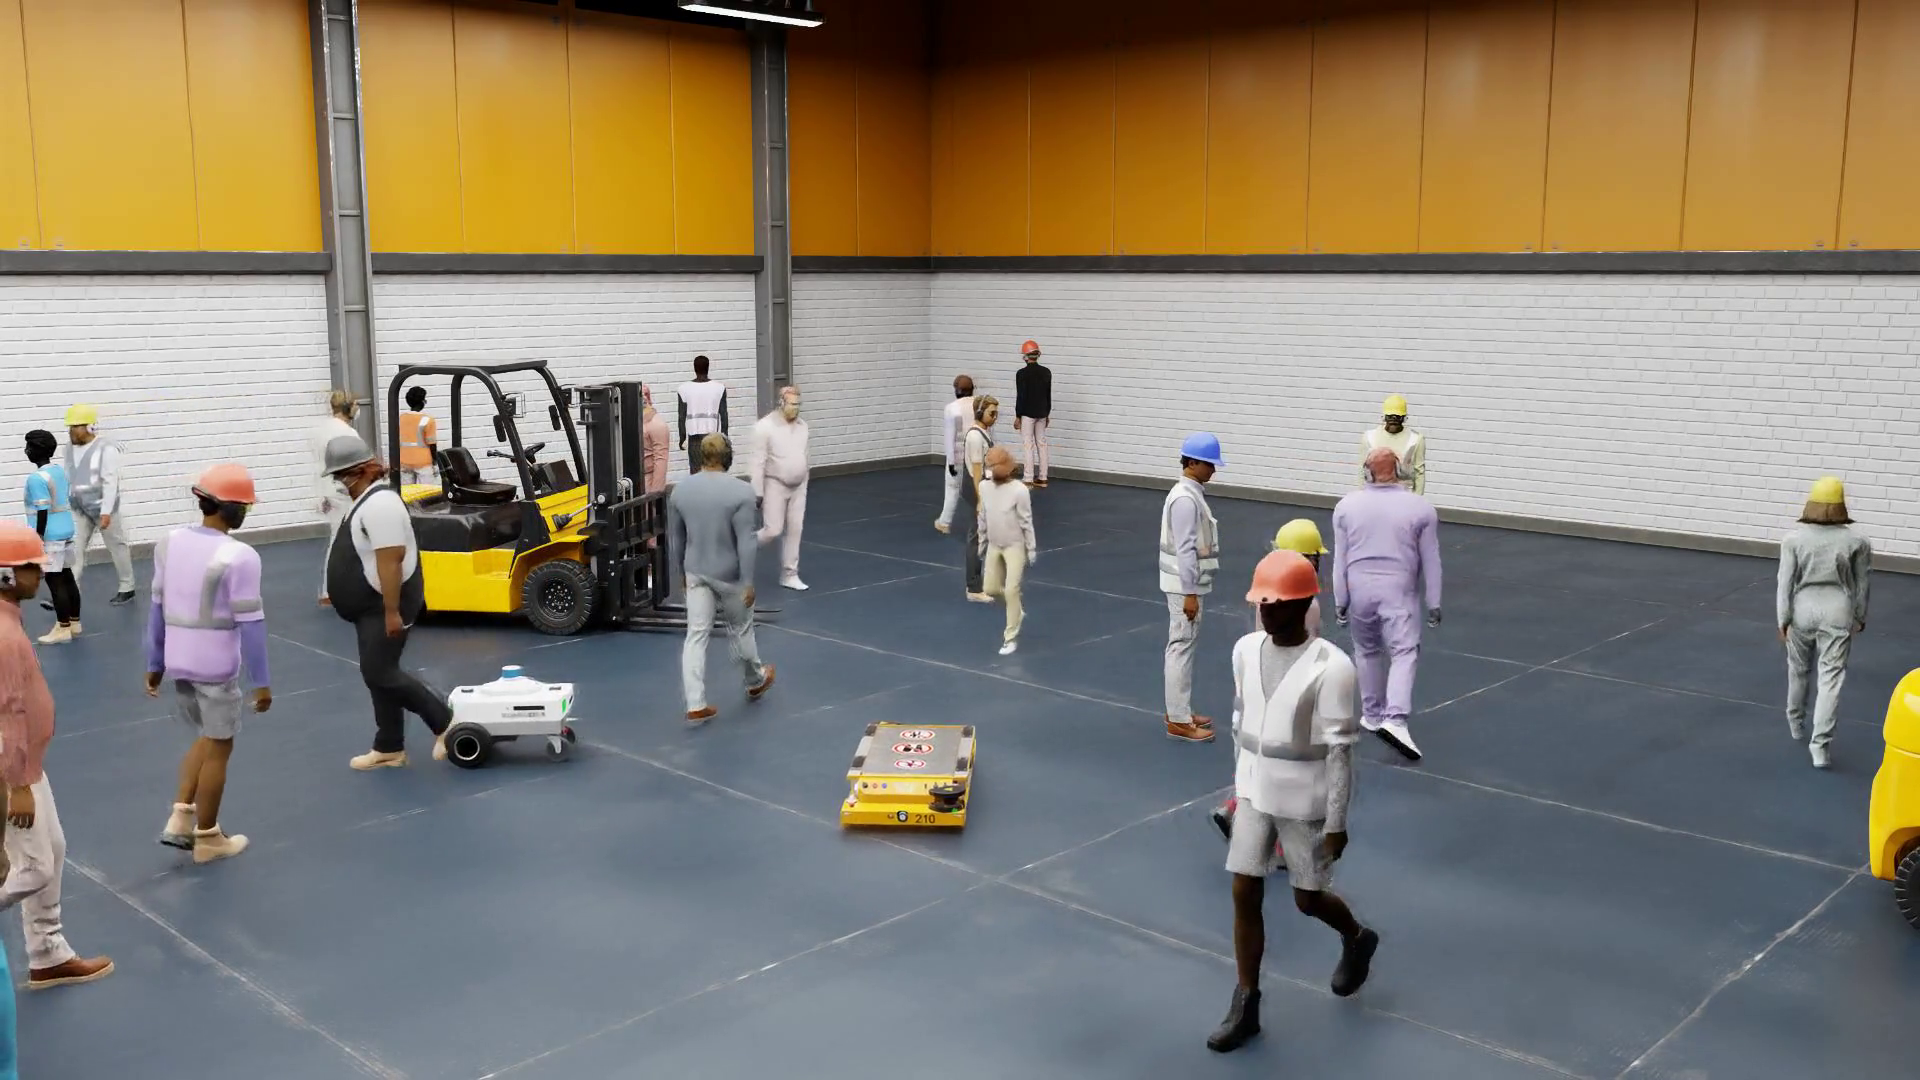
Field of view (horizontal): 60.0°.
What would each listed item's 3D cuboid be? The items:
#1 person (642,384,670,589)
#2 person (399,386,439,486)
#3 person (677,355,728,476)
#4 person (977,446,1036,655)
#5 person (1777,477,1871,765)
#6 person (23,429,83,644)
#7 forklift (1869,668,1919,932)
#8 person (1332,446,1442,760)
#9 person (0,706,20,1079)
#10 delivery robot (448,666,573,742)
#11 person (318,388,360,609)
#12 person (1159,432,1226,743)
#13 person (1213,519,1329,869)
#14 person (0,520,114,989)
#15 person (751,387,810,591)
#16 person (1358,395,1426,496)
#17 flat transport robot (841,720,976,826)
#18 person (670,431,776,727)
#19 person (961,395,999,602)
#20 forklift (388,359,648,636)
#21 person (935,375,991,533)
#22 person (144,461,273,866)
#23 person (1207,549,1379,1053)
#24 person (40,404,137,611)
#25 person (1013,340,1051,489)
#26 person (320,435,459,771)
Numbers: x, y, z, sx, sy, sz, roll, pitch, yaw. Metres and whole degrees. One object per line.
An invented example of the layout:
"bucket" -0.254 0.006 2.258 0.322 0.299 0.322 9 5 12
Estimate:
"person" -2.946 -0.502 15.425 0.407 1.902 0.639 -7 12 -36
"person" -5.882 -0.816 18.006 0.539 1.689 0.318 3 10 16
"person" -3.079 -1.252 19.969 0.597 1.915 0.369 -2 9 -10
"person" 0.390 0.067 12.825 0.534 1.609 0.522 7 11 36
"person" 5.225 0.470 10.094 0.501 1.696 0.921 5 10 27
"person" -7.181 -0.028 13.135 0.317 1.695 0.540 -1 9 -8
"forklift" 5.205 0.723 7.013 2.313 2.155 1.214 9 13 43
"person" 2.610 0.363 10.273 0.682 1.860 0.877 4 10 23
"person" -3.506 1.114 5.686 0.372 1.840 0.570 4 10 23
"delivery robot" -2.697 1.002 10.023 0.707 0.478 0.477 -1 9 -6
"person" -5.267 -0.372 14.590 0.861 1.904 0.642 -7 11 -36
"person" 1.452 0.287 10.470 0.402 1.937 0.603 1 9 8
"person" 1.565 0.765 8.102 0.459 1.753 0.531 -2 9 -11
"person" -3.858 0.901 6.596 0.684 1.970 0.618 -5 11 -28
"person" -1.677 -0.484 15.353 0.683 1.878 0.667 9 13 43
"person" 3.911 -0.410 15.104 0.597 1.825 0.403 4 10 25
"flat transport robot" -0.263 1.292 9.401 0.652 0.197 1.431 1 9 3
"person" -1.570 0.224 10.989 0.656 1.887 1.022 3 10 19
"person" 0.186 -0.372 14.809 0.344 1.841 0.506 0 9 2
"forklift" -3.850 -0.407 13.936 2.313 2.155 1.214 2 9 11
"person" 0.066 -0.910 18.284 0.627 1.794 0.976 -4 10 -25
"person" -3.678 0.614 8.247 0.664 2.013 0.495 5 10 26
"person" 1.305 0.962 6.418 0.845 1.916 0.548 -8 12 -42
"person" -7.518 -0.270 14.325 0.604 1.780 0.918 3 10 16
"person" 0.965 -1.688 22.409 0.622 1.990 0.395 -8 12 -39
"person" -3.361 0.350 9.768 0.667 2.000 0.739 -4 10 -24
